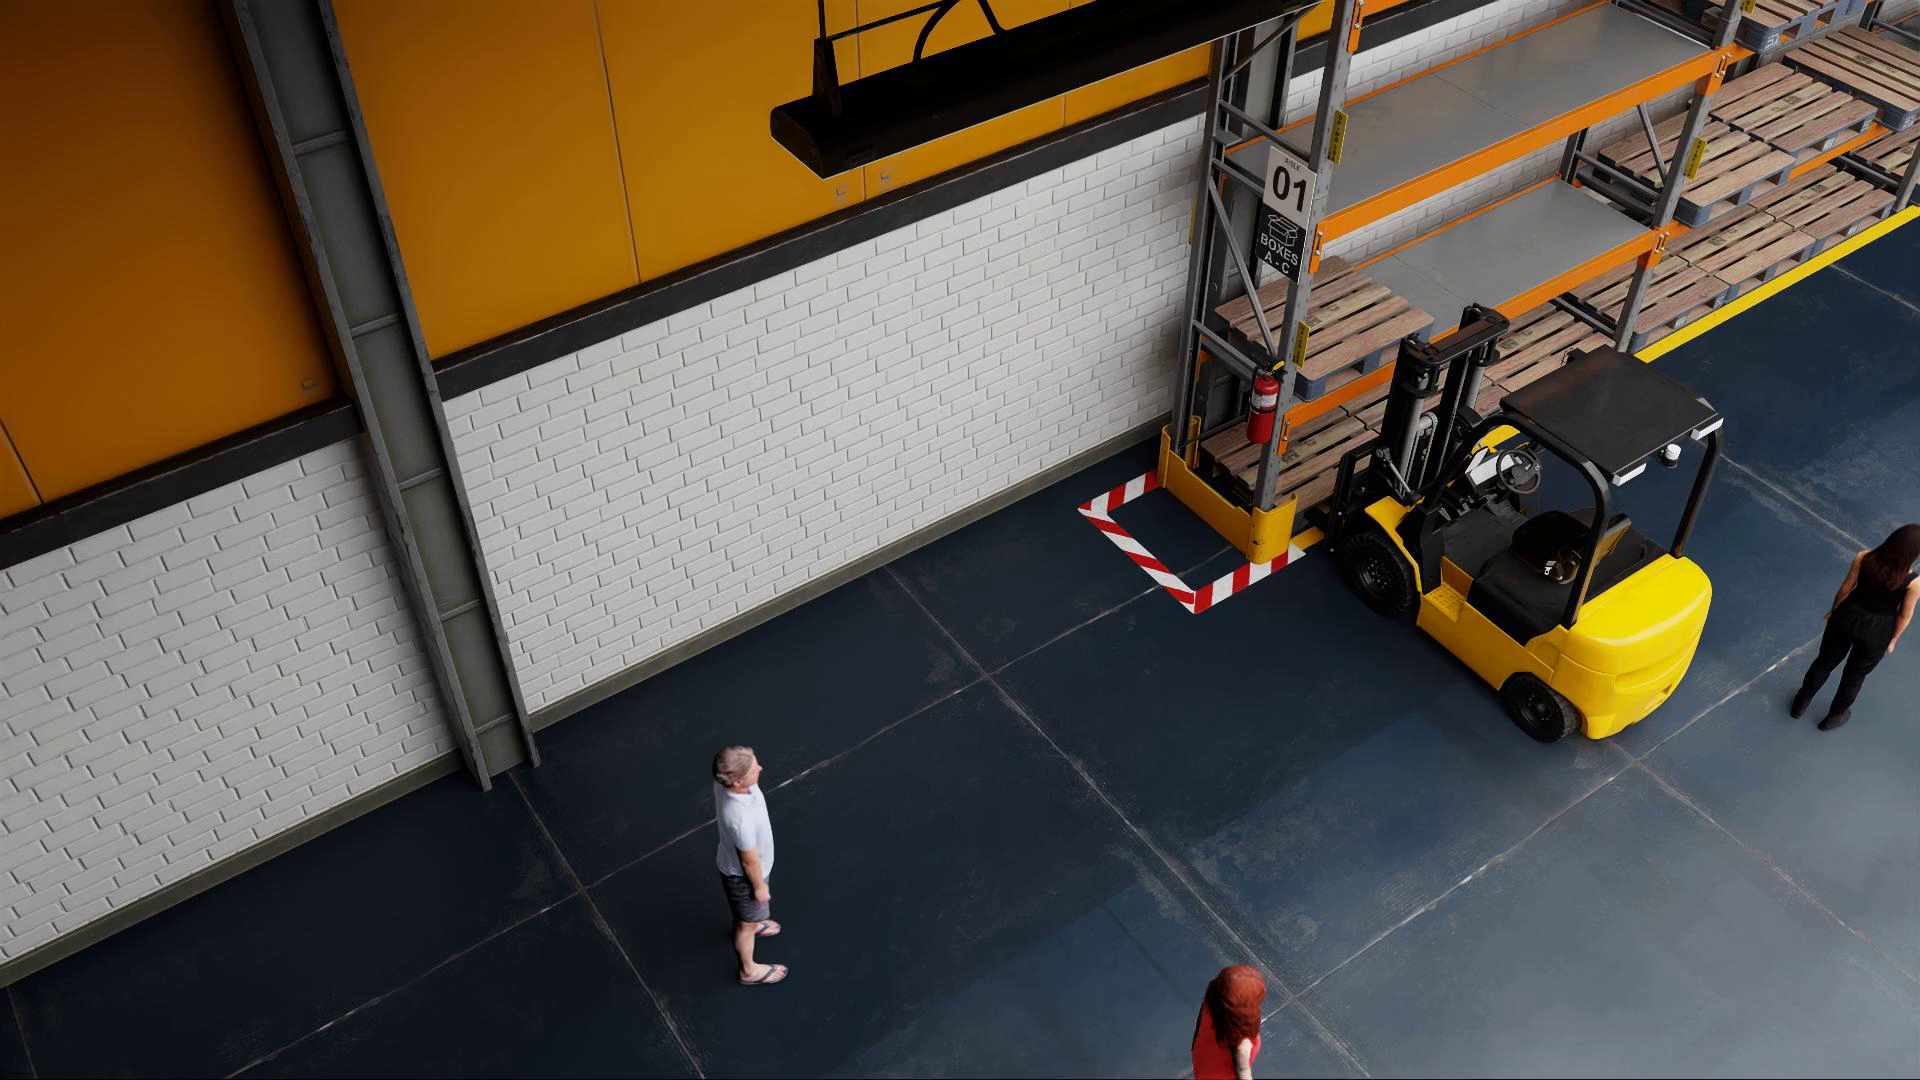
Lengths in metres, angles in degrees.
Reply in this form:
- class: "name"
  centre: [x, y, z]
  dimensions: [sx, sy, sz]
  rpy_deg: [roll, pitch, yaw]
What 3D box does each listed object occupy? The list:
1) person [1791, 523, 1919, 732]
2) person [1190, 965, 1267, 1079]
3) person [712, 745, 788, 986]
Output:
- class: "person"
  centre: [5.648, 0.544, 10.426]
  dimensions: [0.628, 1.687, 0.593]
  rpy_deg: [34, 53, 30]
- class: "person"
  centre: [1.175, 2.637, 8.141]
  dimensions: [0.772, 1.810, 0.735]
  rpy_deg: [-8, 44, -9]
- class: "person"
  centre: [-1.182, 1.745, 9.062]
  dimensions: [0.696, 1.830, 0.714]
  rpy_deg: [-6, 44, -7]
